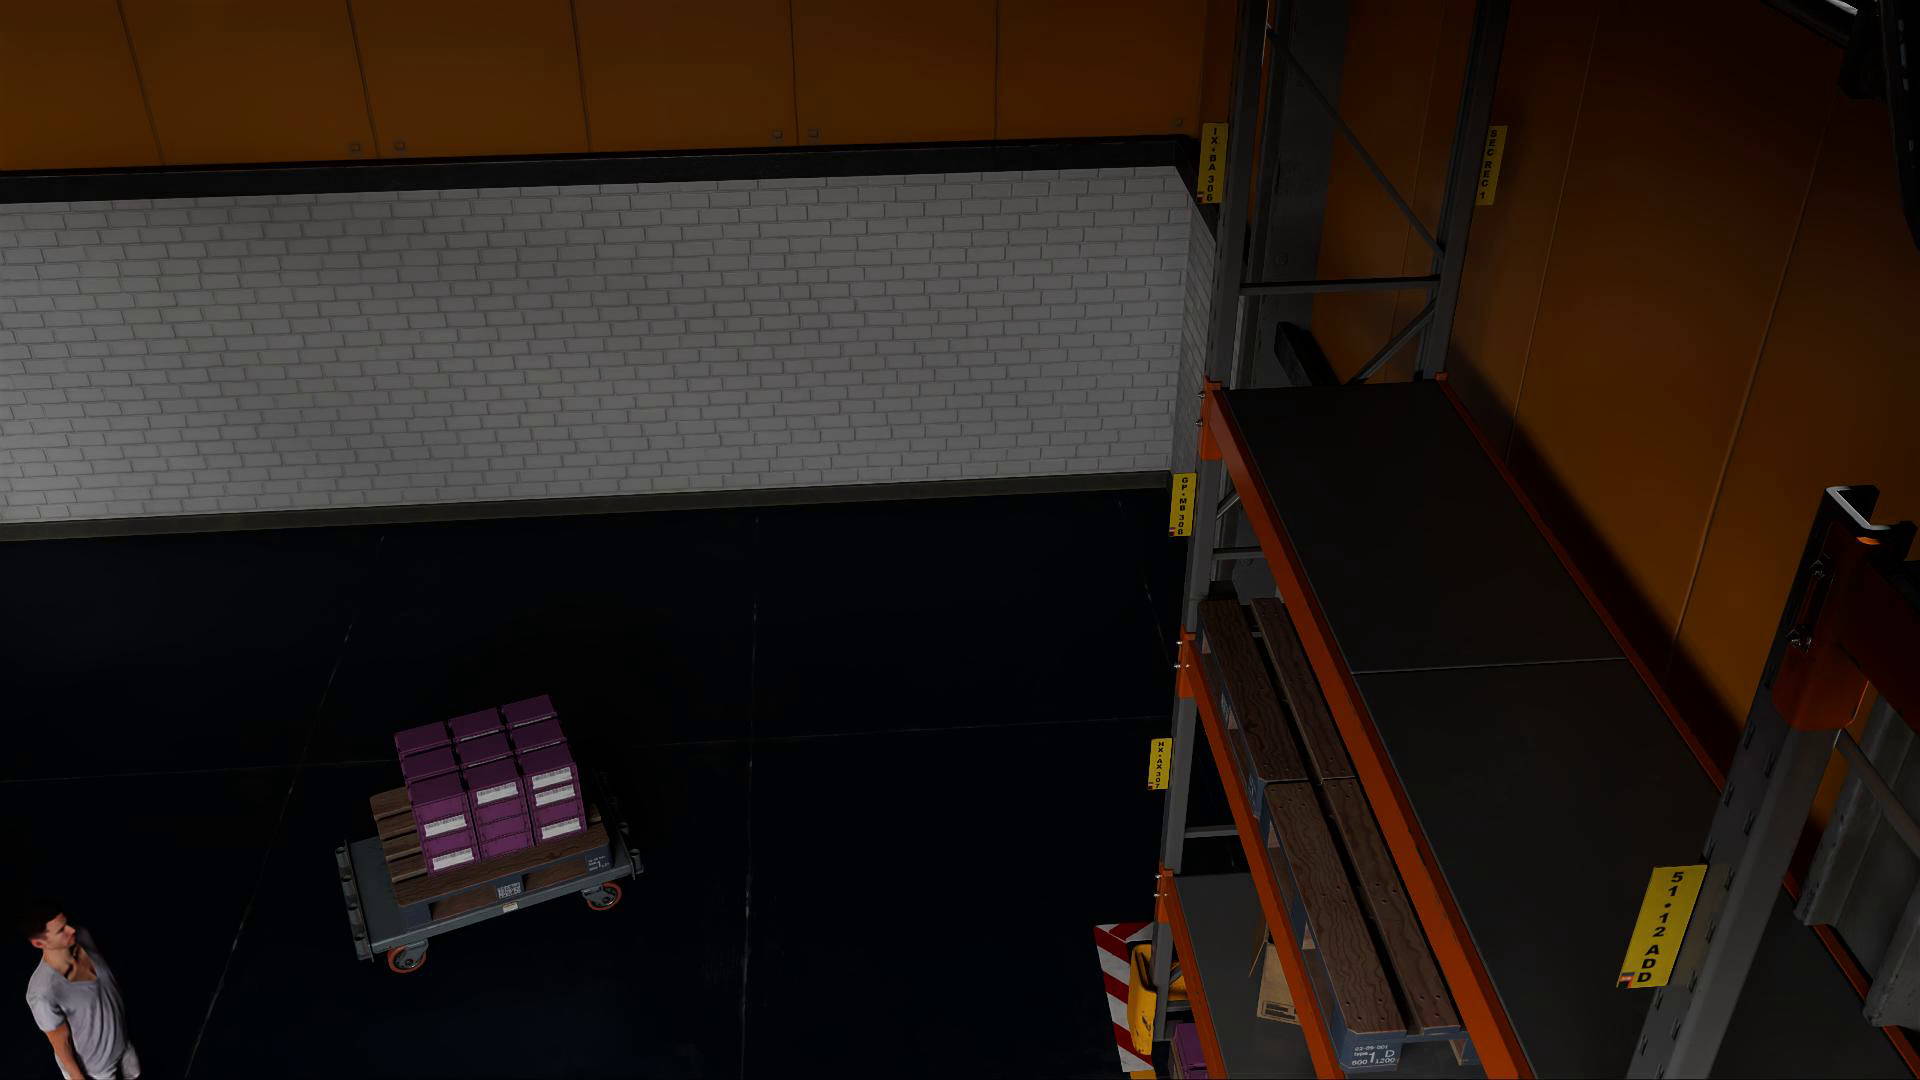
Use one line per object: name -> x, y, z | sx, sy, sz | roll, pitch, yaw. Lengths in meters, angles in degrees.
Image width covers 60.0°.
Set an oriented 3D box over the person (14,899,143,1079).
person -> -4.196, 2.422, 8.039 | 0.738, 1.851, 0.492 | 0, 34, -1
